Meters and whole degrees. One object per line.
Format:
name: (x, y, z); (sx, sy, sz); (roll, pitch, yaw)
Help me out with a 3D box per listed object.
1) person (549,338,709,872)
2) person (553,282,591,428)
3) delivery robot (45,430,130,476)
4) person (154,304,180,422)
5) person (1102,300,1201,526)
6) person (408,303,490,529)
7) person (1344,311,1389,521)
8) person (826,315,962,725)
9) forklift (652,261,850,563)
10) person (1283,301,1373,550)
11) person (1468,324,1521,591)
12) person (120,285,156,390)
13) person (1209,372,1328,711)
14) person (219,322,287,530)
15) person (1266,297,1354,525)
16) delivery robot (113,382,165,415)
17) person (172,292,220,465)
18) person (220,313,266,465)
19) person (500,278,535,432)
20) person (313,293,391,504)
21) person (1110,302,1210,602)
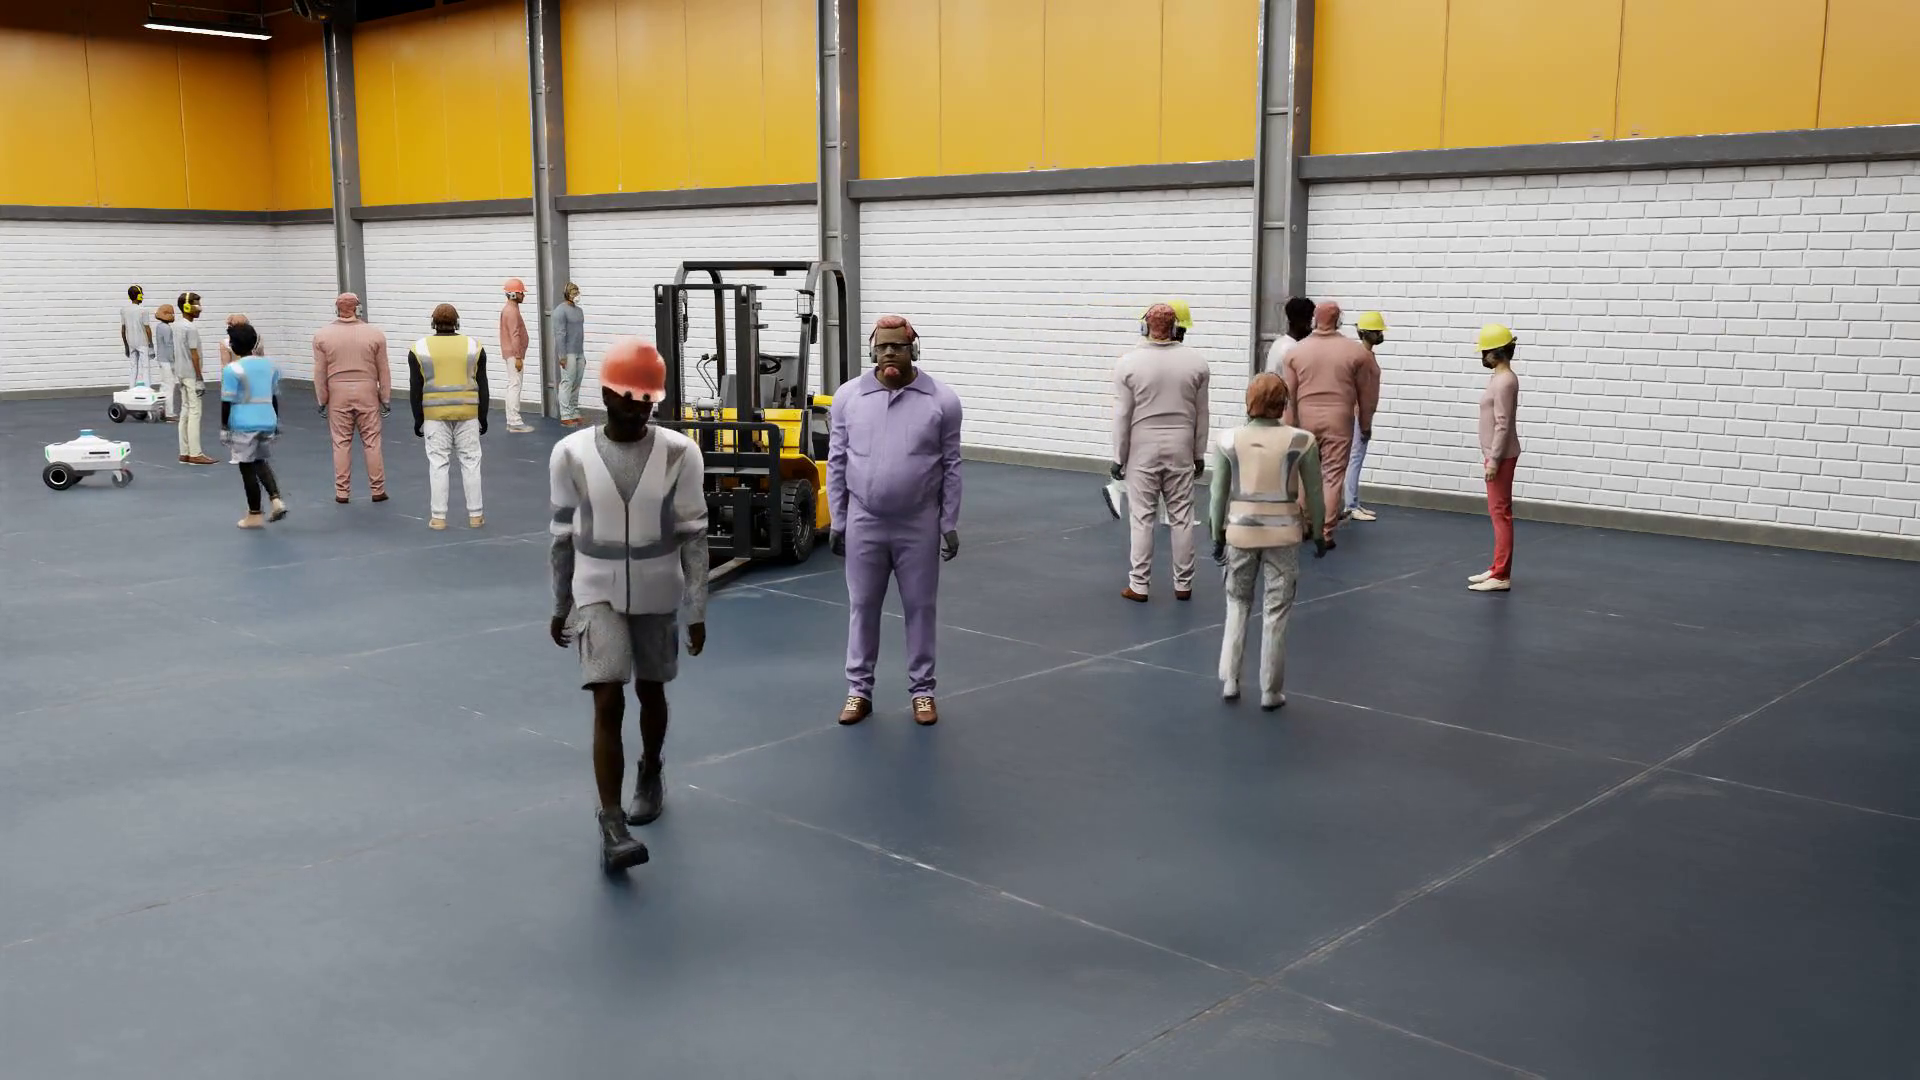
person: (-1.203, 0.210, 6.013); (0.582, 1.872, 1.017); (-2, 9, -11)
person: (-5.212, -2.483, 22.345); (0.358, 1.938, 0.636); (2, 10, 14)
delivery robot: (-8.460, -0.830, 16.152); (0.707, 0.478, 0.477); (-3, 10, -17)
person: (-10.983, -2.448, 23.067); (0.268, 1.630, 0.507); (-8, 12, -40)
person: (1.586, -1.037, 13.701); (0.759, 1.879, 0.603); (2, 10, 13)
person: (-4.162, -1.004, 13.582); (0.626, 1.844, 0.429); (-4, 10, -23)
person: (3.440, -1.053, 14.109); (0.331, 1.768, 0.526); (3, 10, 16)
person: (-0.310, -0.084, 7.733); (0.636, 1.911, 0.406); (1, 9, 3)
forklift: (-1.552, -1.040, 12.721); (1.214, 2.155, 2.313); (2, 9, 11)
person: (2.835, -0.888, 12.785); (0.649, 1.874, 0.834); (4, 10, 21)
person: (3.527, -0.537, 10.974); (0.327, 1.760, 0.524); (3, 10, 19)
person: (-12.544, -2.951, 25.430); (0.521, 1.871, 0.318); (2, 9, 10)
person: (1.470, 0.013, 7.983); (0.533, 1.634, 0.381); (4, 10, 24)
person: (-5.759, -0.919, 13.491); (0.353, 1.688, 0.553); (4, 10, 23)
person: (2.651, -0.980, 13.257); (1.043, 1.889, 0.621); (0, 9, -3)
delivery robot: (-11.326, -1.947, 23.009); (0.707, 0.478, 0.477); (2, 10, 15)
person: (-8.348, -1.748, 18.072); (0.516, 1.865, 0.325); (9, 13, 44)
person: (-7.768, -1.634, 18.056); (0.307, 1.641, 0.512); (6, 11, 34)
person: (-5.776, -2.396, 21.640); (0.385, 1.993, 0.623); (-4, 10, -21)
person: (-5.497, -1.282, 15.086); (0.654, 1.904, 0.408); (-3, 10, -18)
person: (1.266, -0.553, 10.612); (0.636, 1.911, 0.406); (-1, 9, -9)
